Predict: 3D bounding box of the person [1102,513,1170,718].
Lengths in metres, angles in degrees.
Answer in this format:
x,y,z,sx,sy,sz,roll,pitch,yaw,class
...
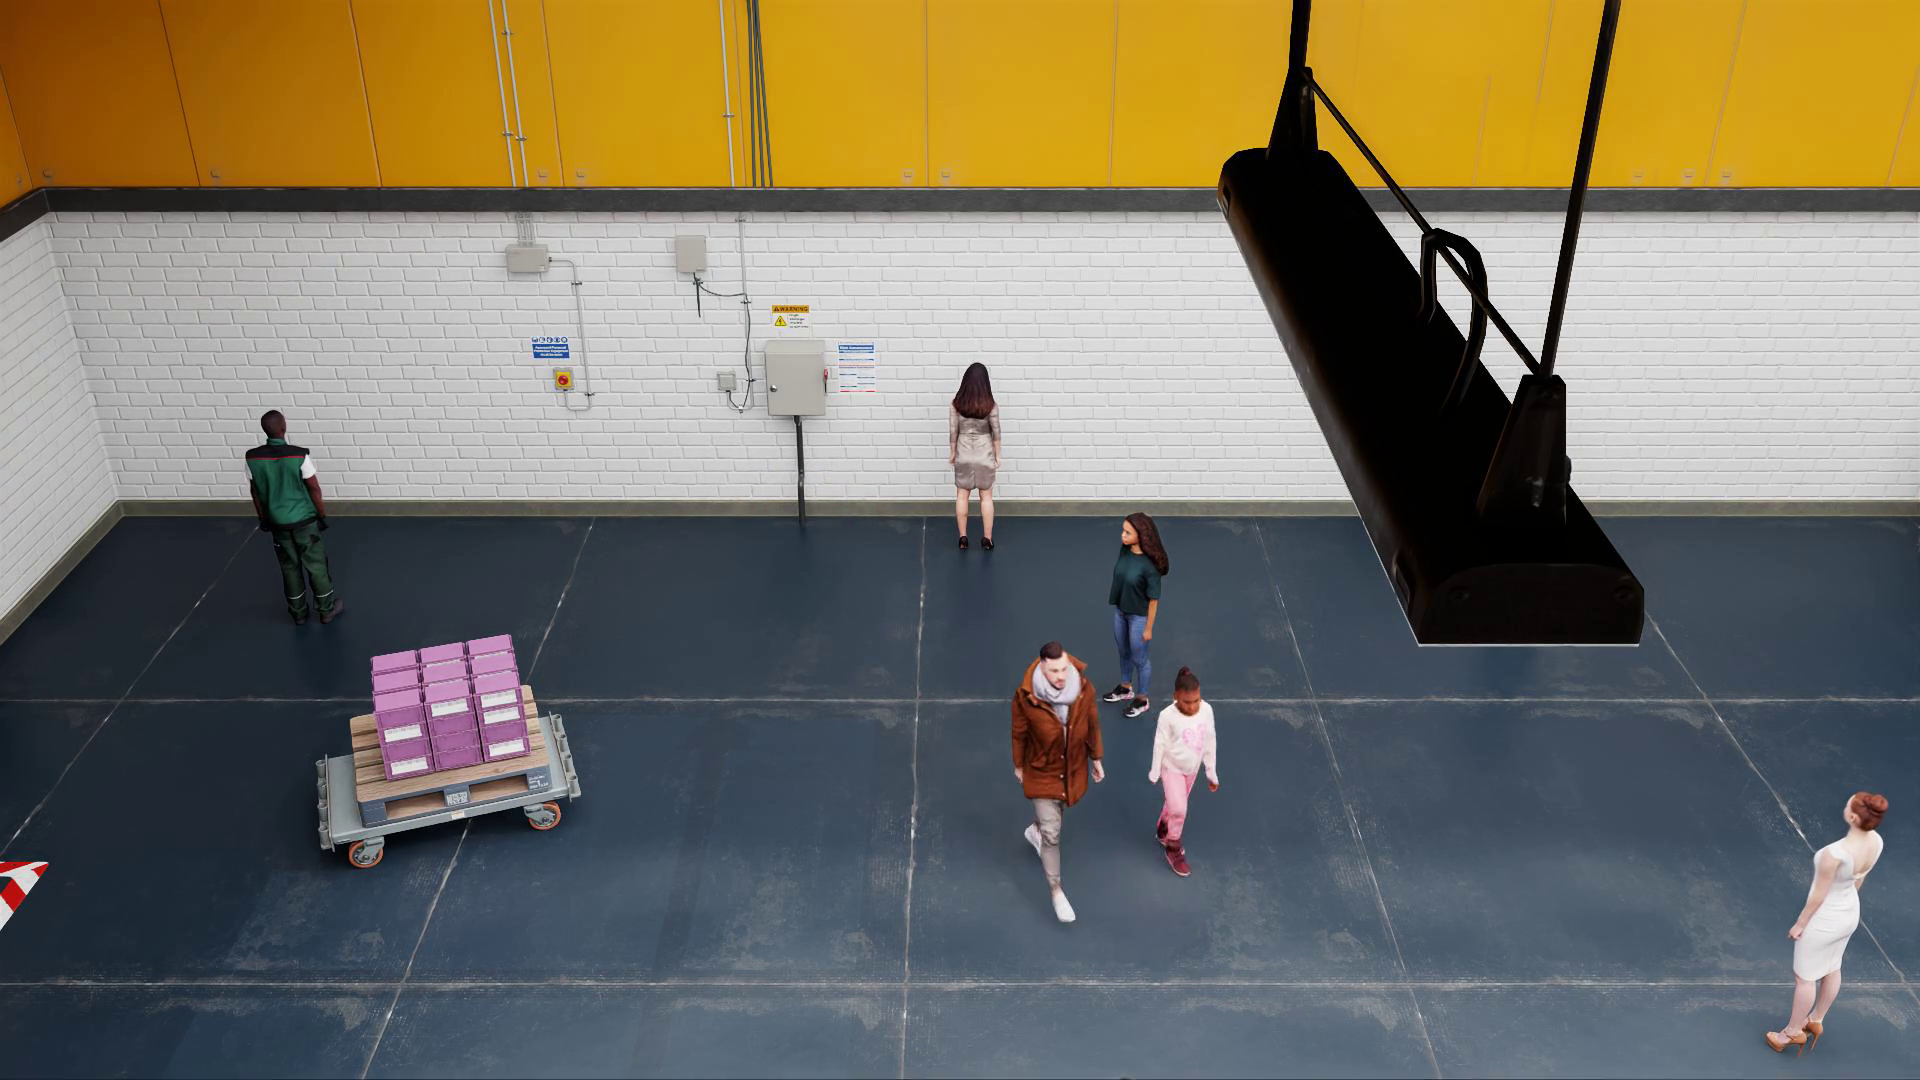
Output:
x,y,z,sx,sy,sz,roll,pitch,yaw,class
1.272,0.531,12.077,0.770,1.616,0.685,-16,33,-27,person

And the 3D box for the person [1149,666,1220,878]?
x,y,z,sx,sy,sz,roll,pitch,yaw,class
1.379,1.399,10.676,0.690,1.434,0.785,-14,31,-24,person

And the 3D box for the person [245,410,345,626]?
x,y,z,sx,sy,sz,roll,pitch,yaw,class
-5.272,-0.174,13.137,0.694,1.839,0.602,-2,29,-4,person

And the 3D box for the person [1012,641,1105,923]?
x,y,z,sx,sy,sz,roll,pitch,yaw,class
0.562,1.379,10.331,1.011,1.800,1.241,-12,31,-21,person

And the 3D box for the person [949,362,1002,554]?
x,y,z,sx,sy,sz,roll,pitch,yaw,class
0.126,-0.693,14.187,0.633,1.745,0.555,5,29,8,person

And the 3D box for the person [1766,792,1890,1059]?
x,y,z,sx,sy,sz,roll,pitch,yaw,class
4.732,2.084,9.046,0.632,1.793,0.614,-13,31,-22,person
